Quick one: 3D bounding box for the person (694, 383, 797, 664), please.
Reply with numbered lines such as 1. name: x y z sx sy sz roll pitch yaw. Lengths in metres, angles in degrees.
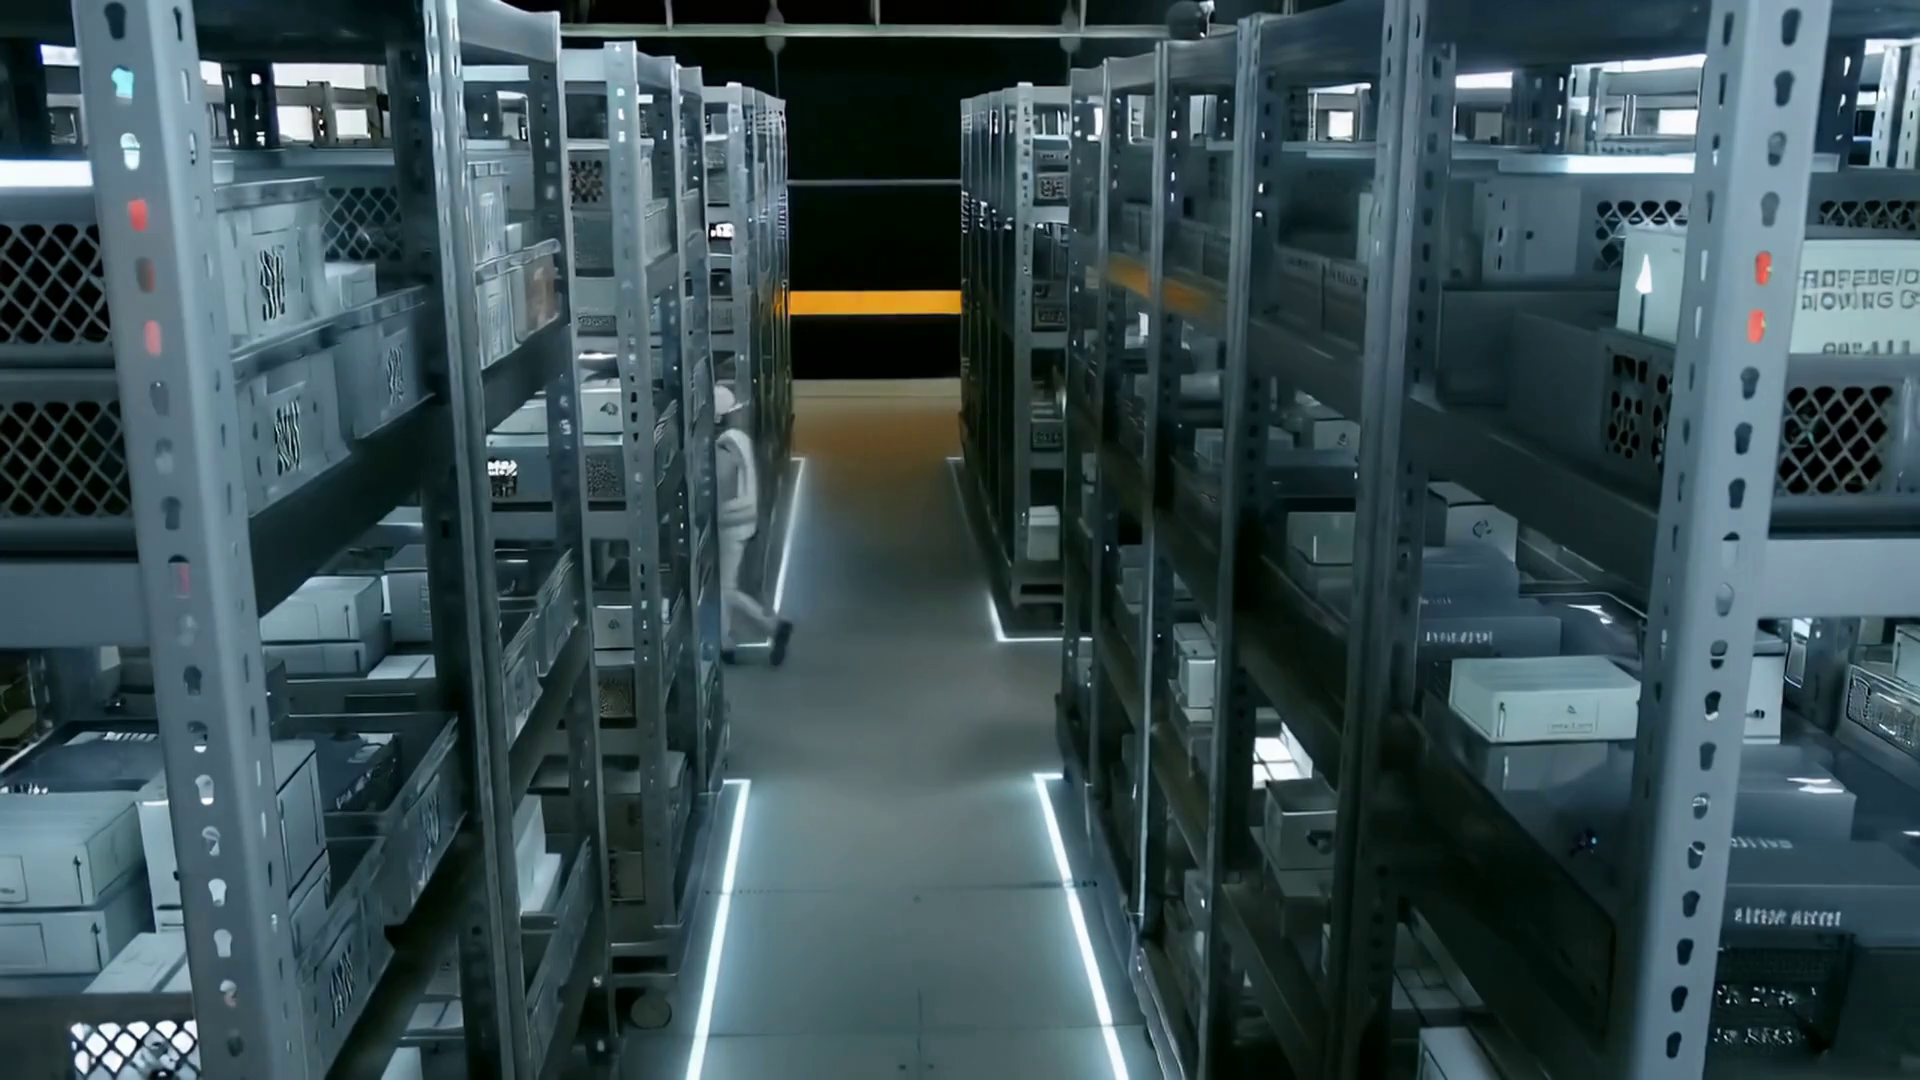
1. person: -1.370 -0.071 10.299 0.619 1.811 0.598 0 14 1
